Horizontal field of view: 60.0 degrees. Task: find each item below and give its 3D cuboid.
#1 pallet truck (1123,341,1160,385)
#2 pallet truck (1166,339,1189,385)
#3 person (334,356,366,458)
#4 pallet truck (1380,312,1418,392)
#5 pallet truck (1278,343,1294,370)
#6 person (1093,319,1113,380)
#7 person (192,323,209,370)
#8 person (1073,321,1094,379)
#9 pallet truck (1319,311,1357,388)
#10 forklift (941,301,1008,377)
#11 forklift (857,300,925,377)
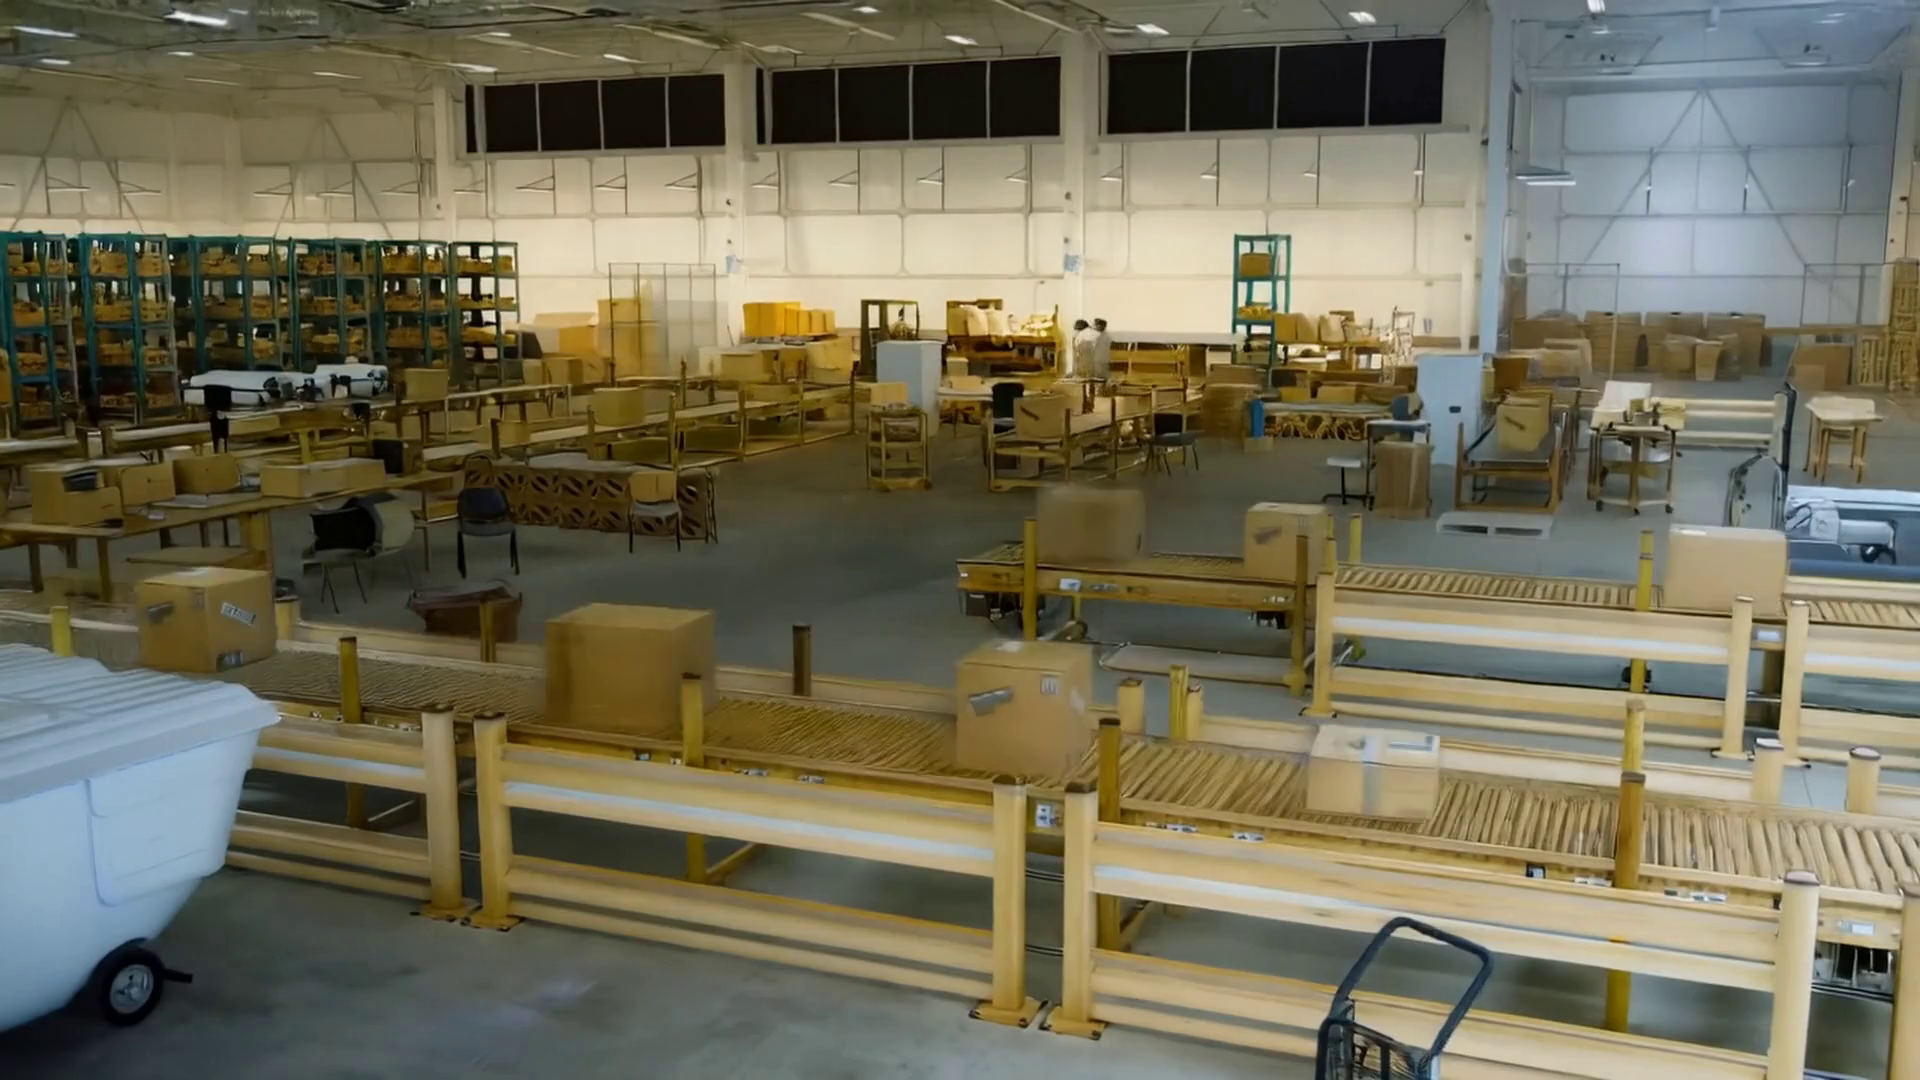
[{"bbox_3d":[4.445,-4.380,41.279,0.680,1.201,1.601,4,10,22],"label":"pallet truck"},{"bbox_3d":[5.418,-4.269,40.420,0.704,1.261,1.522,3,10,20],"label":"pallet truck"},{"bbox_3d":[-8.604,-1.717,23.548,0.523,1.760,0.325,4,10,20],"label":"person"},{"bbox_3d":[10.207,-4.283,38.369,0.823,1.965,1.885,3,10,20],"label":"pallet truck"},{"bbox_3d":[7.886,-4.163,39.743,0.653,1.274,1.630,4,10,22],"label":"pallet truck"},{"bbox_3d":[3.001,-3.734,35.372,0.442,1.896,0.663,-2,10,-11],"label":"person"},{"bbox_3d":[-17.871,-4.322,39.087,0.563,1.837,0.389,-3,10,-19],"label":"person"},{"bbox_3d":[2.424,-3.230,32.060,1.080,1.987,0.618,-5,11,-27],"label":"person"},{"bbox_3d":[9.071,-4.419,39.190,0.823,1.965,1.885,5,10,26],"label":"pallet truck"},{"bbox_3d":[0.365,-4.966,41.571,1.157,1.987,2.680,3,10,20],"label":"forklift"},{"bbox_3d":[-1.732,-5.109,42.468,1.157,1.987,2.680,4,10,22],"label":"forklift"}]
